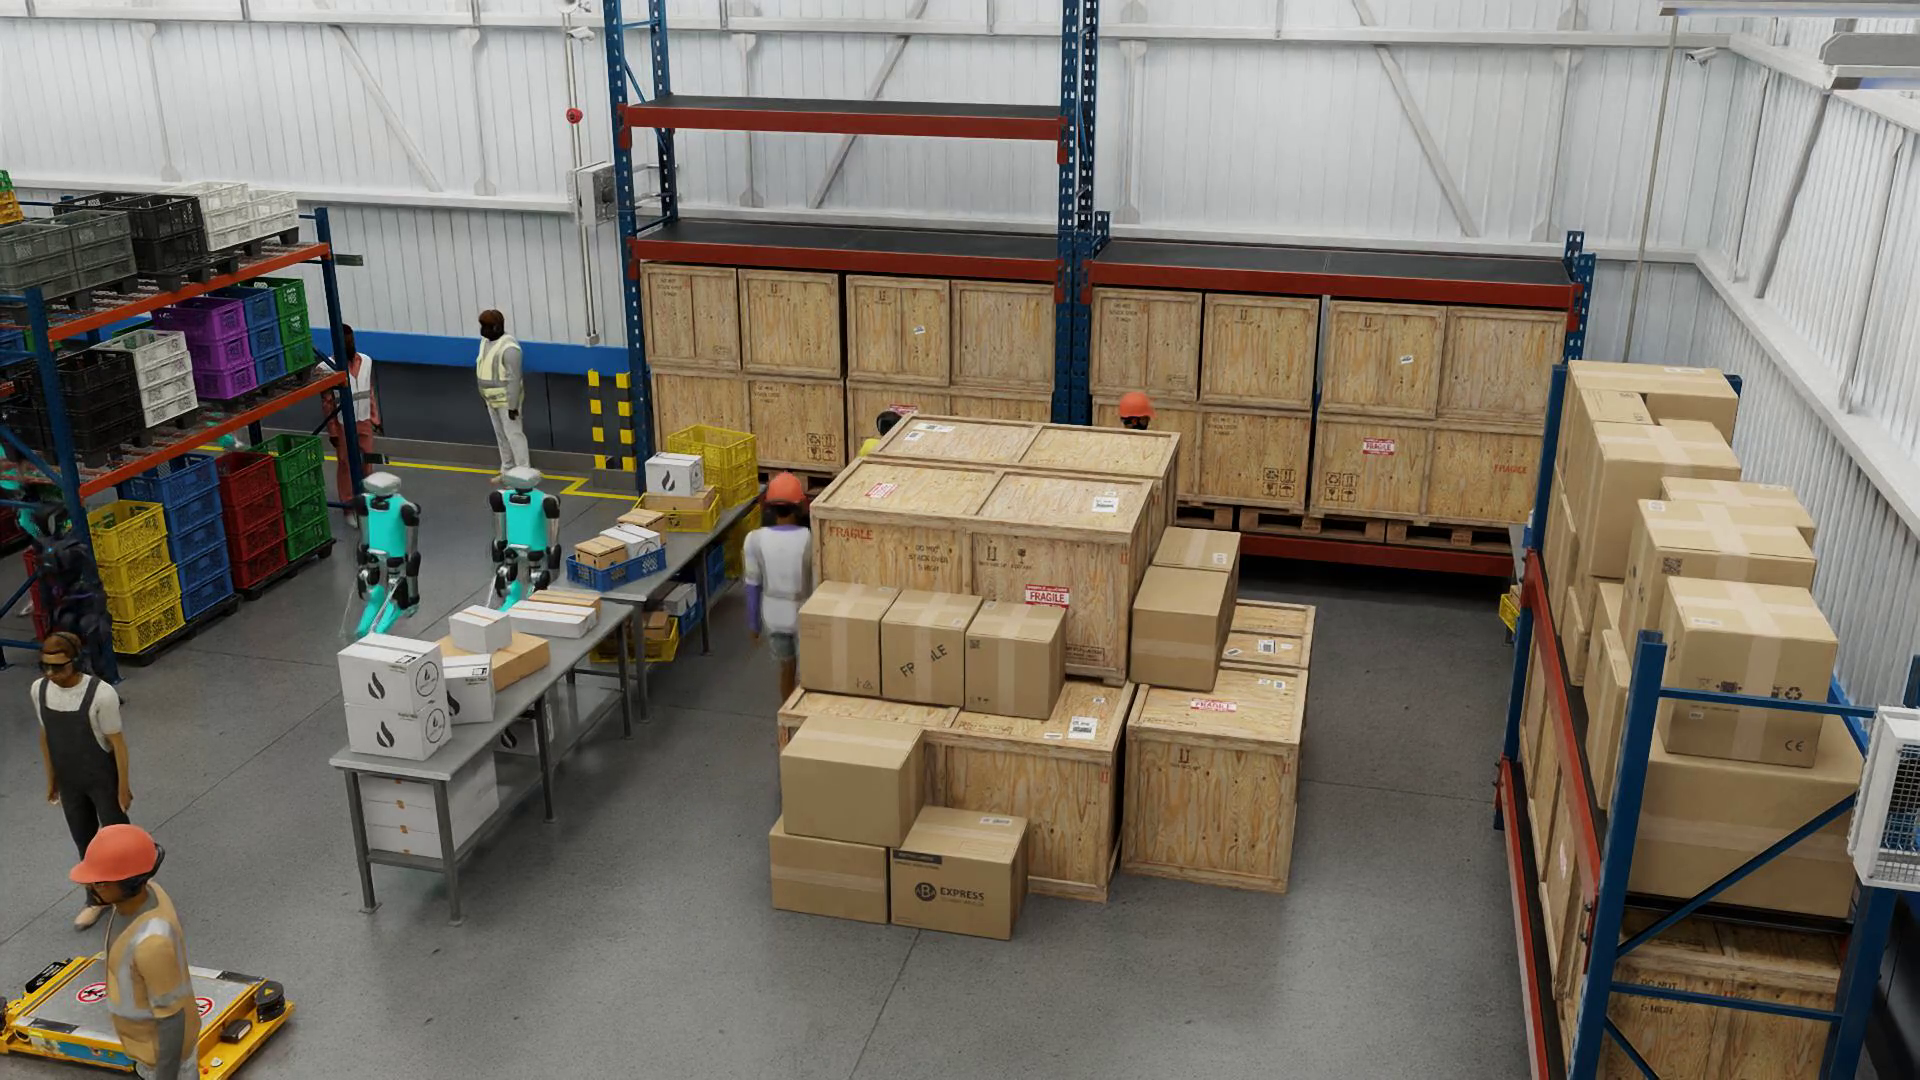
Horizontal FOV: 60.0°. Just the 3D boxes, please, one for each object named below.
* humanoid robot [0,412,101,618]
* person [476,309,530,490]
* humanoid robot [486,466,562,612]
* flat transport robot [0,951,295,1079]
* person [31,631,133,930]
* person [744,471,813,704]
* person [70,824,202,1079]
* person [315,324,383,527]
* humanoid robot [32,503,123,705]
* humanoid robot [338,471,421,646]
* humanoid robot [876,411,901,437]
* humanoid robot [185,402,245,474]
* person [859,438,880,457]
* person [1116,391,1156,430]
[{"bbox_3d":[-7.468,-0.272,13.783,0.535,1.767,1.025,16,26,36],"label":"humanoid robot"},{"bbox_3d":[-4.544,-1.387,16.493,0.431,1.835,0.619,-18,27,-39],"label":"person"},{"bbox_3d":[-3.182,0.436,11.923,0.538,1.833,0.760,5,21,13],"label":"humanoid robot"},{"bbox_3d":[-4.270,2.464,8.601,1.431,0.231,0.659,5,22,13],"label":"flat transport robot"},{"bbox_3d":[-4.881,1.352,9.319,0.506,1.841,0.351,3,21,9],"label":"person"},{"bbox_3d":[-1.144,0.537,11.191,0.622,2.024,0.755,5,21,12],"label":"person"},{"bbox_3d":[-3.414,2.106,7.048,0.365,2.048,0.606,-14,25,-32],"label":"person"},{"bbox_3d":[-5.694,-1.089,15.586,0.393,1.920,0.588,12,24,28],"label":"person"},{"bbox_3d":[-6.239,0.493,11.800,0.590,1.641,0.395,6,22,16],"label":"humanoid robot"},{"bbox_3d":[-4.235,0.456,11.837,0.564,1.764,0.937,8,23,21],"label":"humanoid robot"},{"bbox_3d":[-0.494,-0.258,13.777,0.540,1.635,0.611,7,22,18],"label":"humanoid robot"},{"bbox_3d":[-7.192,-1.200,16.216,1.034,1.786,0.537,9,23,21],"label":"humanoid robot"},{"bbox_3d":[-0.610,0.070,12.778,0.359,1.755,0.543,3,21,7],"label":"person"},{"bbox_3d":[1.372,-0.250,13.358,0.348,1.941,0.544,-1,21,-3],"label":"person"}]
